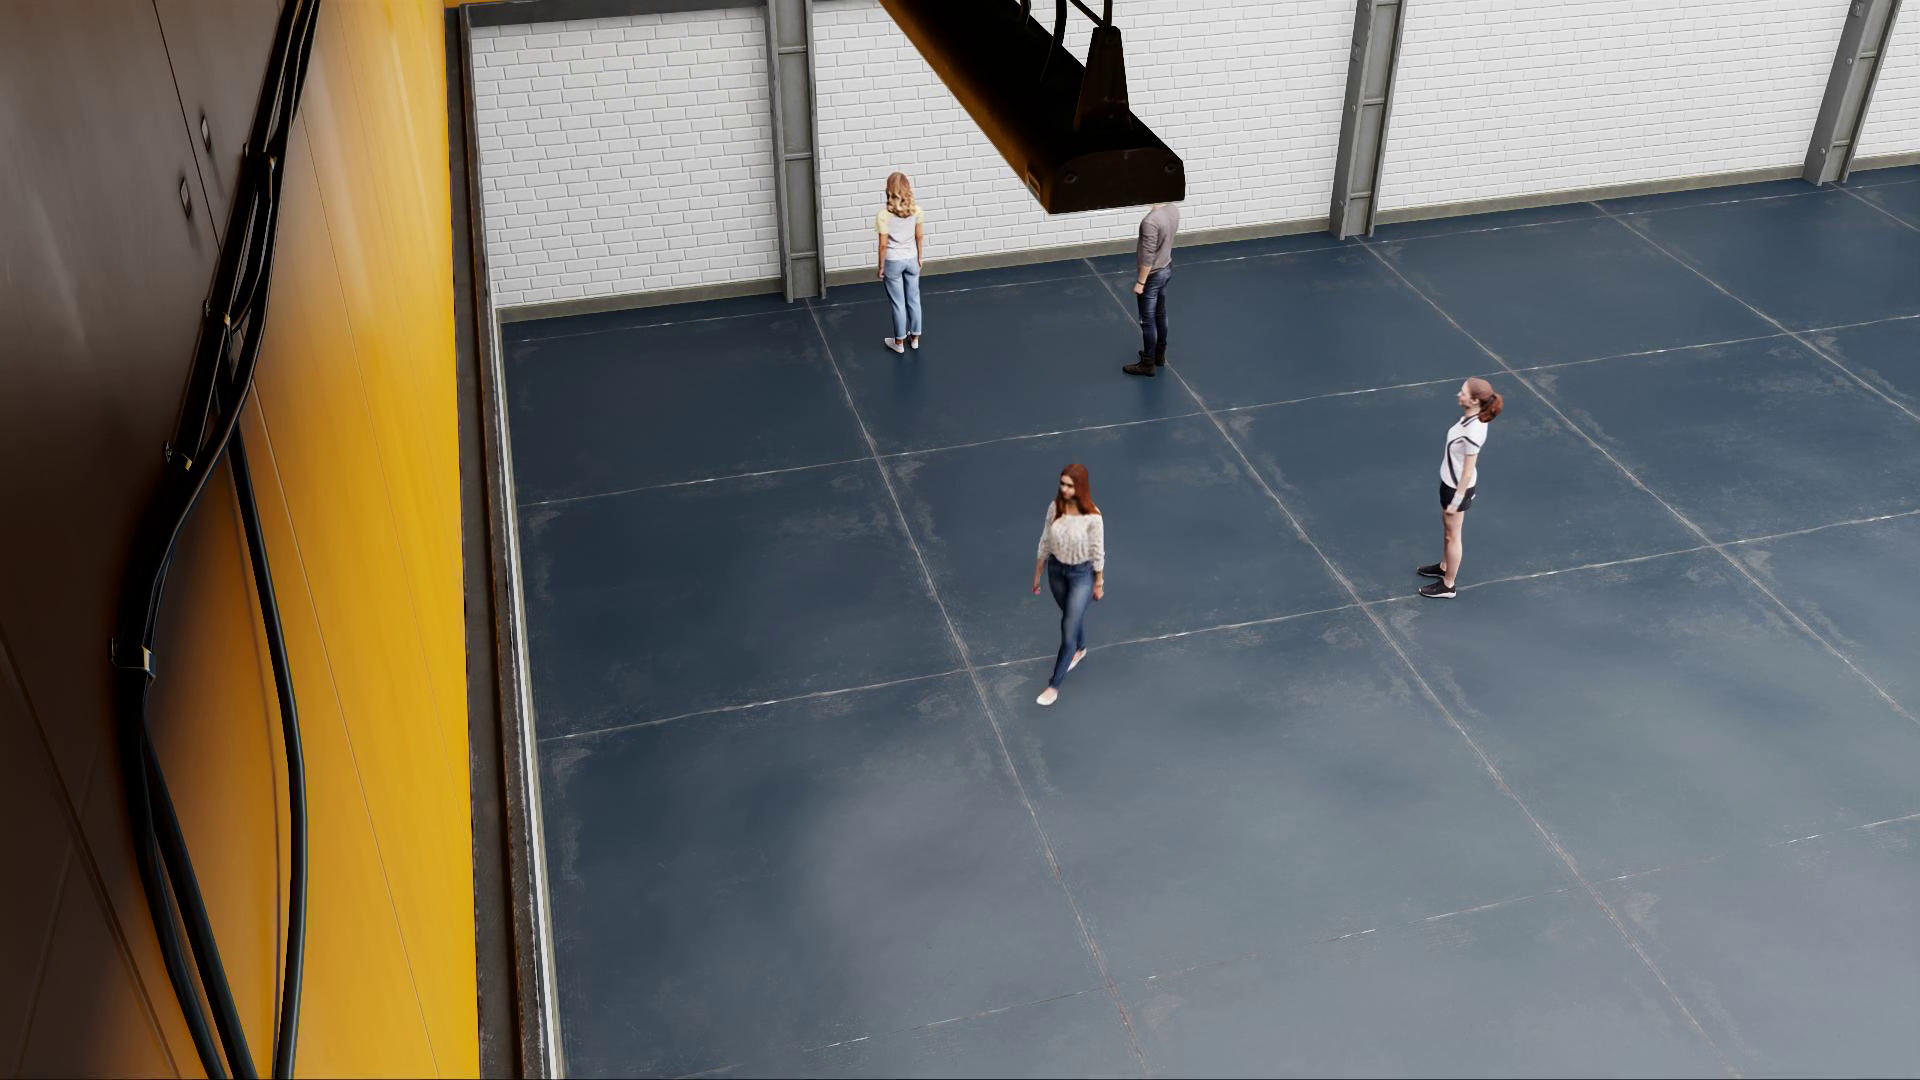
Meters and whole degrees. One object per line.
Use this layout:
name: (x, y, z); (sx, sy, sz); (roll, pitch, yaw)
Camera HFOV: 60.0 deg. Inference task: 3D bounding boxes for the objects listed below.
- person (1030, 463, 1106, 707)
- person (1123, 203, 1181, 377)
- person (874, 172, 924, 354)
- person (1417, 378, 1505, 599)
person: (0.790, 0.208, 11.152); (0.978, 1.697, 1.105); (22, 39, 29)
person: (1.742, -2.382, 14.864); (0.835, 1.903, 0.767); (19, 38, 26)
person: (-0.542, -2.540, 15.264); (0.551, 1.722, 0.728); (-16, 37, -23)
person: (3.595, -0.386, 11.996); (0.690, 1.752, 0.657); (7, 34, 10)
